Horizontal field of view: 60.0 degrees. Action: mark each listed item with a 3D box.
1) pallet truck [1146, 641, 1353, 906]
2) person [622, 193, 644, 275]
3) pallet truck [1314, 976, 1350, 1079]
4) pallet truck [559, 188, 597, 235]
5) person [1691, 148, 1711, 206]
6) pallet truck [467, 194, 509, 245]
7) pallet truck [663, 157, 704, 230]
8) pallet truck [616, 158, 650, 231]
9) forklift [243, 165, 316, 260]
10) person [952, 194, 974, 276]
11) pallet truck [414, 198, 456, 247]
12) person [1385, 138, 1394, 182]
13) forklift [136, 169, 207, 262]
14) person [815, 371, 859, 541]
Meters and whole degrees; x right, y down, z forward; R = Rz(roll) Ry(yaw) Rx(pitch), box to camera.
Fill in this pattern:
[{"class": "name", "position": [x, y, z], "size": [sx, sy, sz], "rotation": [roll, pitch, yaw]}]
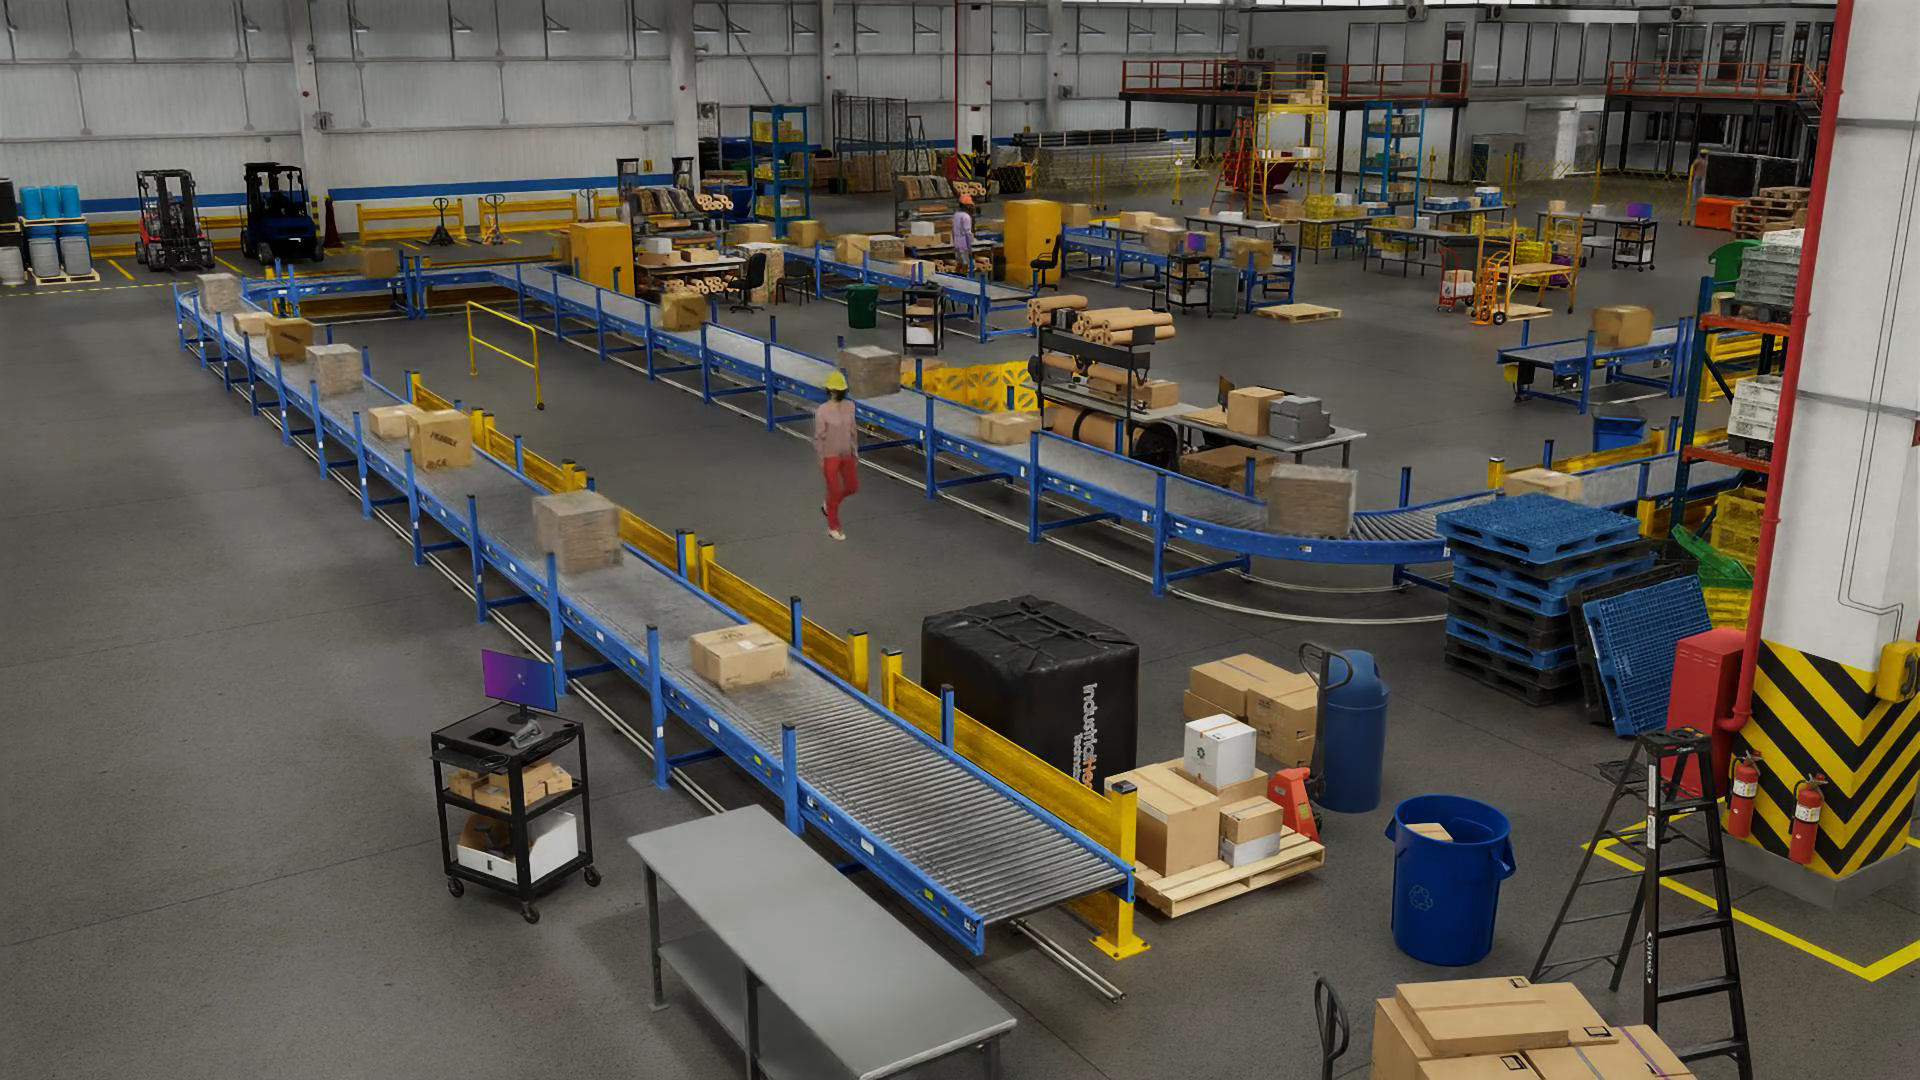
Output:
[{"class": "pallet truck", "position": [1.664, 1.407, 10.232], "size": [1.630, 1.274, 0.653], "rotation": [-10, 20, -31]}, {"class": "person", "position": [-7.020, -6.554, 35.702], "size": [0.543, 1.892, 0.668], "rotation": [-12, 21, -35]}, {"class": "pallet truck", "position": [2.299, 2.390, 7.086], "size": [1.601, 1.201, 0.680], "rotation": [-2, 17, -7]}, {"class": "pallet truck", "position": [-10.010, -8.652, 43.699], "size": [0.653, 1.274, 1.630], "rotation": [-10, 20, -31]}, {"class": "person", "position": [22.843, -11.183, 51.328], "size": [0.526, 1.768, 0.330], "rotation": [10, 19, 29]}, {"class": "pallet truck", "position": [-11.983, -8.177, 42.137], "size": [0.704, 1.261, 1.522], "rotation": [-11, 20, -33]}, {"class": "pallet truck", "position": [-7.586, -9.308, 44.692], "size": [0.823, 1.965, 1.885], "rotation": [-11, 20, -33]}, {"class": "pallet truck", "position": [-8.918, -9.176, 44.255], "size": [0.823, 1.965, 1.885], "rotation": [-9, 19, -27]}, {"class": "forklift", "position": [-15.898, -7.669, 38.708], "size": [1.157, 1.987, 2.680], "rotation": [-11, 20, -33]}, {"class": "person", "position": [0.087, -5.857, 33.135], "size": [0.394, 2.039, 0.614], "rotation": [-9, 19, -27]}, {"class": "pallet truck", "position": [-13.250, -8.060, 41.856], "size": [0.680, 1.201, 1.601], "rotation": [-10, 20, -31]}, {"class": "person", "position": [14.473, -12.710, 56.274], "size": [0.507, 1.847, 0.351], "rotation": [-13, 21, -37]}, {"class": "forklift", "position": [-17.842, -7.318, 37.559], "size": [1.157, 1.987, 2.680], "rotation": [-10, 20, -31]}, {"class": "person", "position": [-1.283, -0.875, 17.042], "size": [0.537, 1.754, 0.448], "rotation": [-16, 23, -42]}]
